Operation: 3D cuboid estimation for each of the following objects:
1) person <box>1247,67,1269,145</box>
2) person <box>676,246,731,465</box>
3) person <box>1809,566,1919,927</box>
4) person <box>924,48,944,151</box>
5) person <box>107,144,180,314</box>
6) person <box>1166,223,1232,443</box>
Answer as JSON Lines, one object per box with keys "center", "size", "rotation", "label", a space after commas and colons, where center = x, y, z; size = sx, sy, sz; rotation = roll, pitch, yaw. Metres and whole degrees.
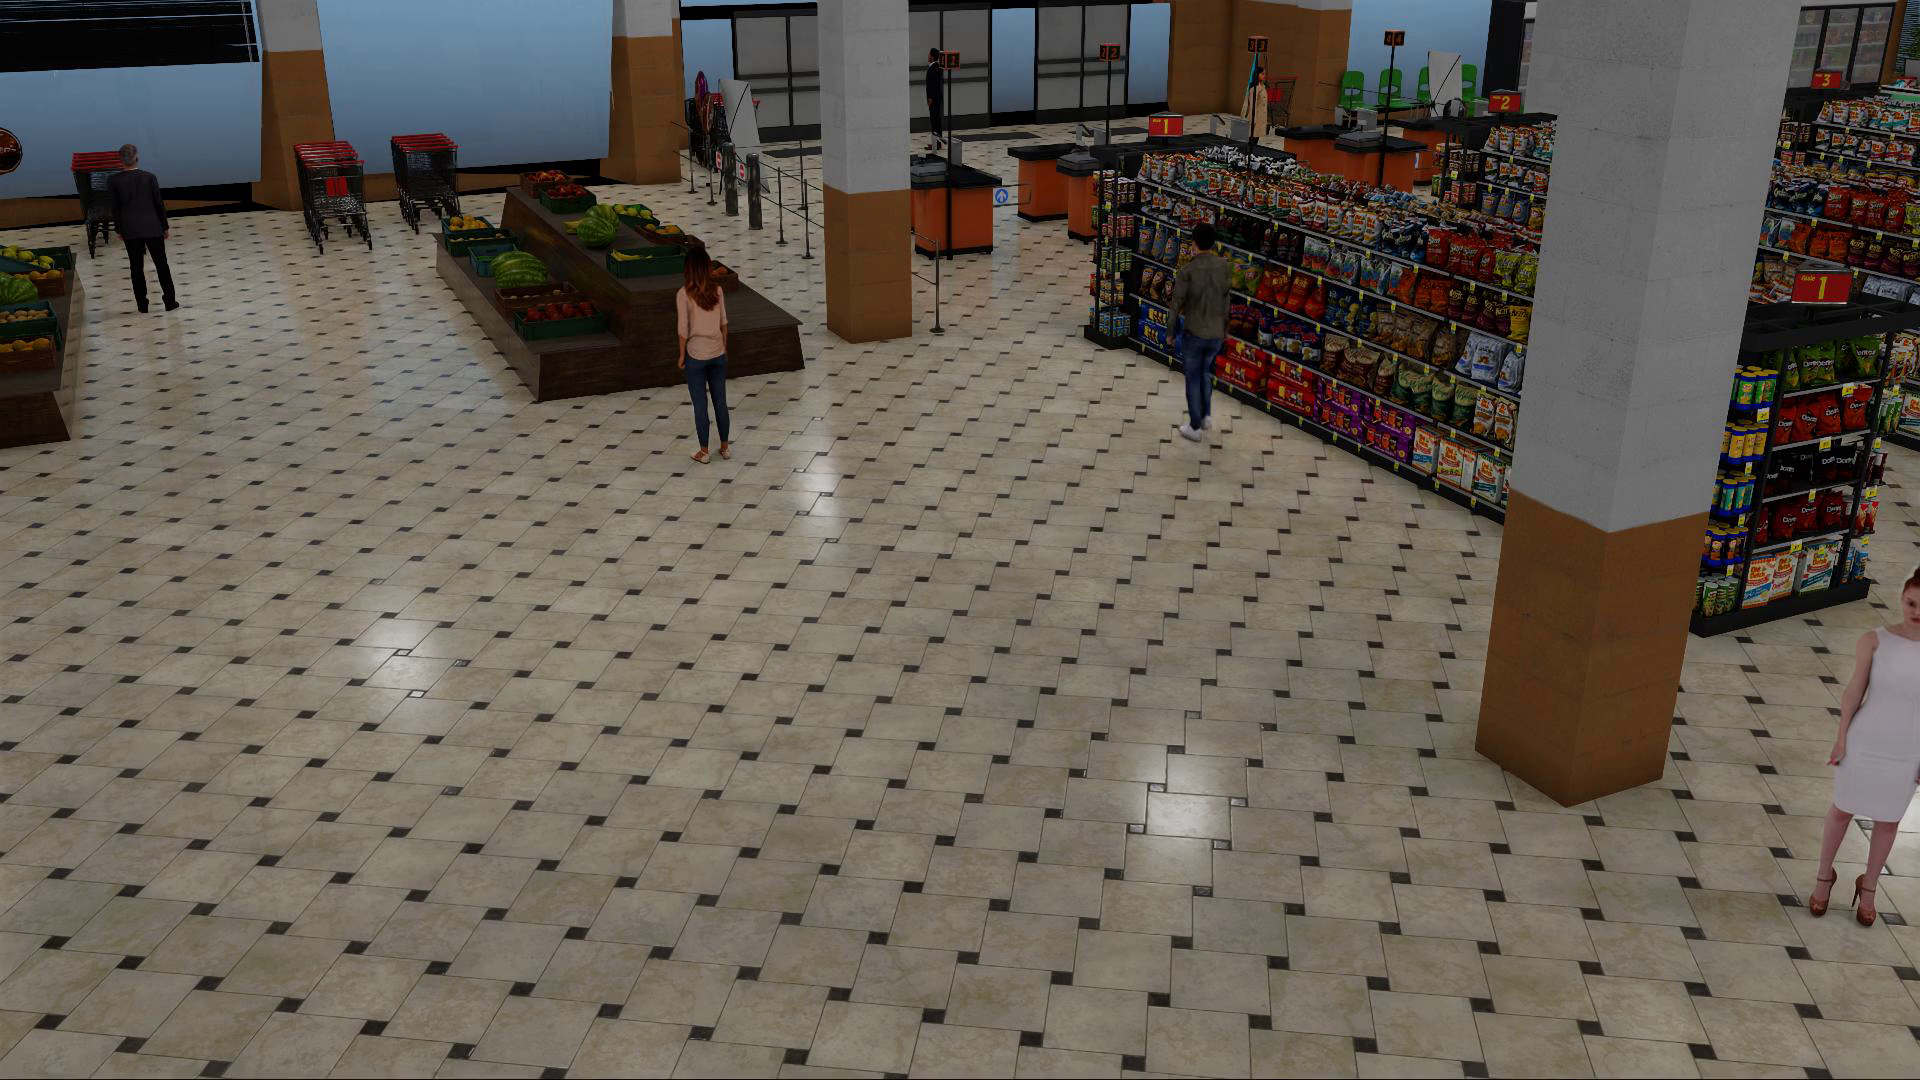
{"center": [4.764, -6.763, 26.812], "size": [0.738, 1.682, 0.717], "rotation": [11, 25, 26], "label": "person"}
{"center": [-2.083, -1.510, 13.591], "size": [0.605, 1.792, 0.546], "rotation": [-12, 25, -28], "label": "person"}
{"center": [4.168, 0.942, 7.489], "size": [0.632, 1.793, 0.708], "rotation": [10, 24, 22], "label": "person"}
{"center": [-0.440, -7.734, 29.169], "size": [0.770, 1.727, 0.684], "rotation": [5, 23, 13], "label": "person"}
{"center": [-9.010, -3.436, 18.318], "size": [0.709, 1.842, 0.590], "rotation": [-9, 24, -21], "label": "person"}
{"center": [2.079, -1.715, 14.019], "size": [0.707, 1.854, 0.618], "rotation": [-9, 24, -21], "label": "person"}
